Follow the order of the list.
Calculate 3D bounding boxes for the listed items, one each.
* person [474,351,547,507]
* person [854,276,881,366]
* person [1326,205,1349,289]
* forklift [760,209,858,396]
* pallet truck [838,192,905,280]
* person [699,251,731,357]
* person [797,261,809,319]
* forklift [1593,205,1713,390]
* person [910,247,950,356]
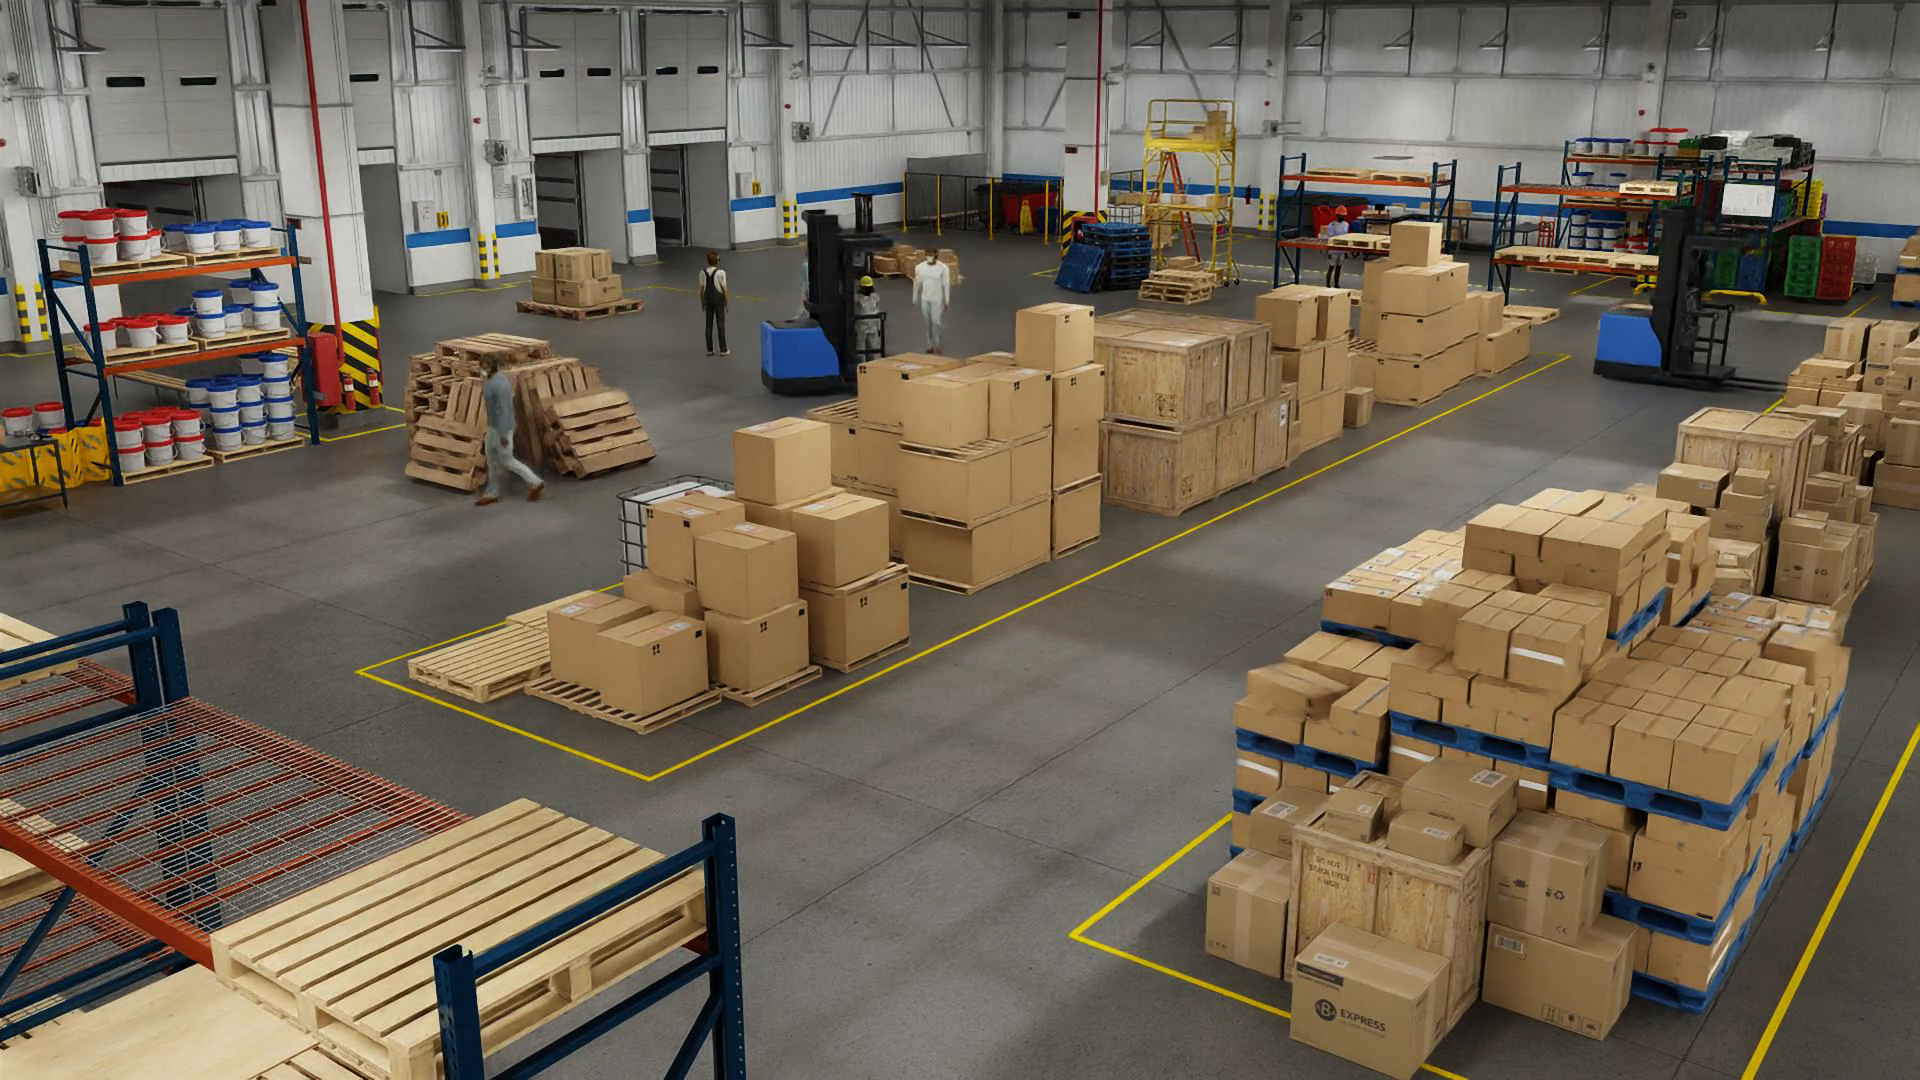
[{"bbox_3d":[-5.434,-1.338,19.874,0.802,1.913,0.660,-9,19,-26],"label":"person"},{"bbox_3d":[-1.507,-3.431,27.071,0.494,1.743,0.309,-9,19,-29],"label":"person"},{"bbox_3d":[8.259,-6.324,36.318,0.543,1.939,0.370,-9,19,-28],"label":"person"},{"bbox_3d":[-2.177,-3.783,26.301,1.873,2.768,1.129,-5,18,-17],"label":"forklift"},{"bbox_3d":[-1.936,-7.159,38.982,1.885,1.965,0.823,-12,21,-34],"label":"pallet truck"},{"bbox_3d":[-4.320,-4.149,29.286,0.507,1.840,0.344,4,17,13],"label":"person"},{"bbox_3d":[-2.833,-4.788,31.771,0.615,1.616,0.516,14,22,39],"label":"person"},{"bbox_3d":[11.510,-3.992,26.993,1.873,2.768,1.129,12,21,35],"label":"forklift"},{"bbox_3d":[-0.545,-4.196,29.327,0.654,1.912,0.790,7,18,21],"label":"person"}]
